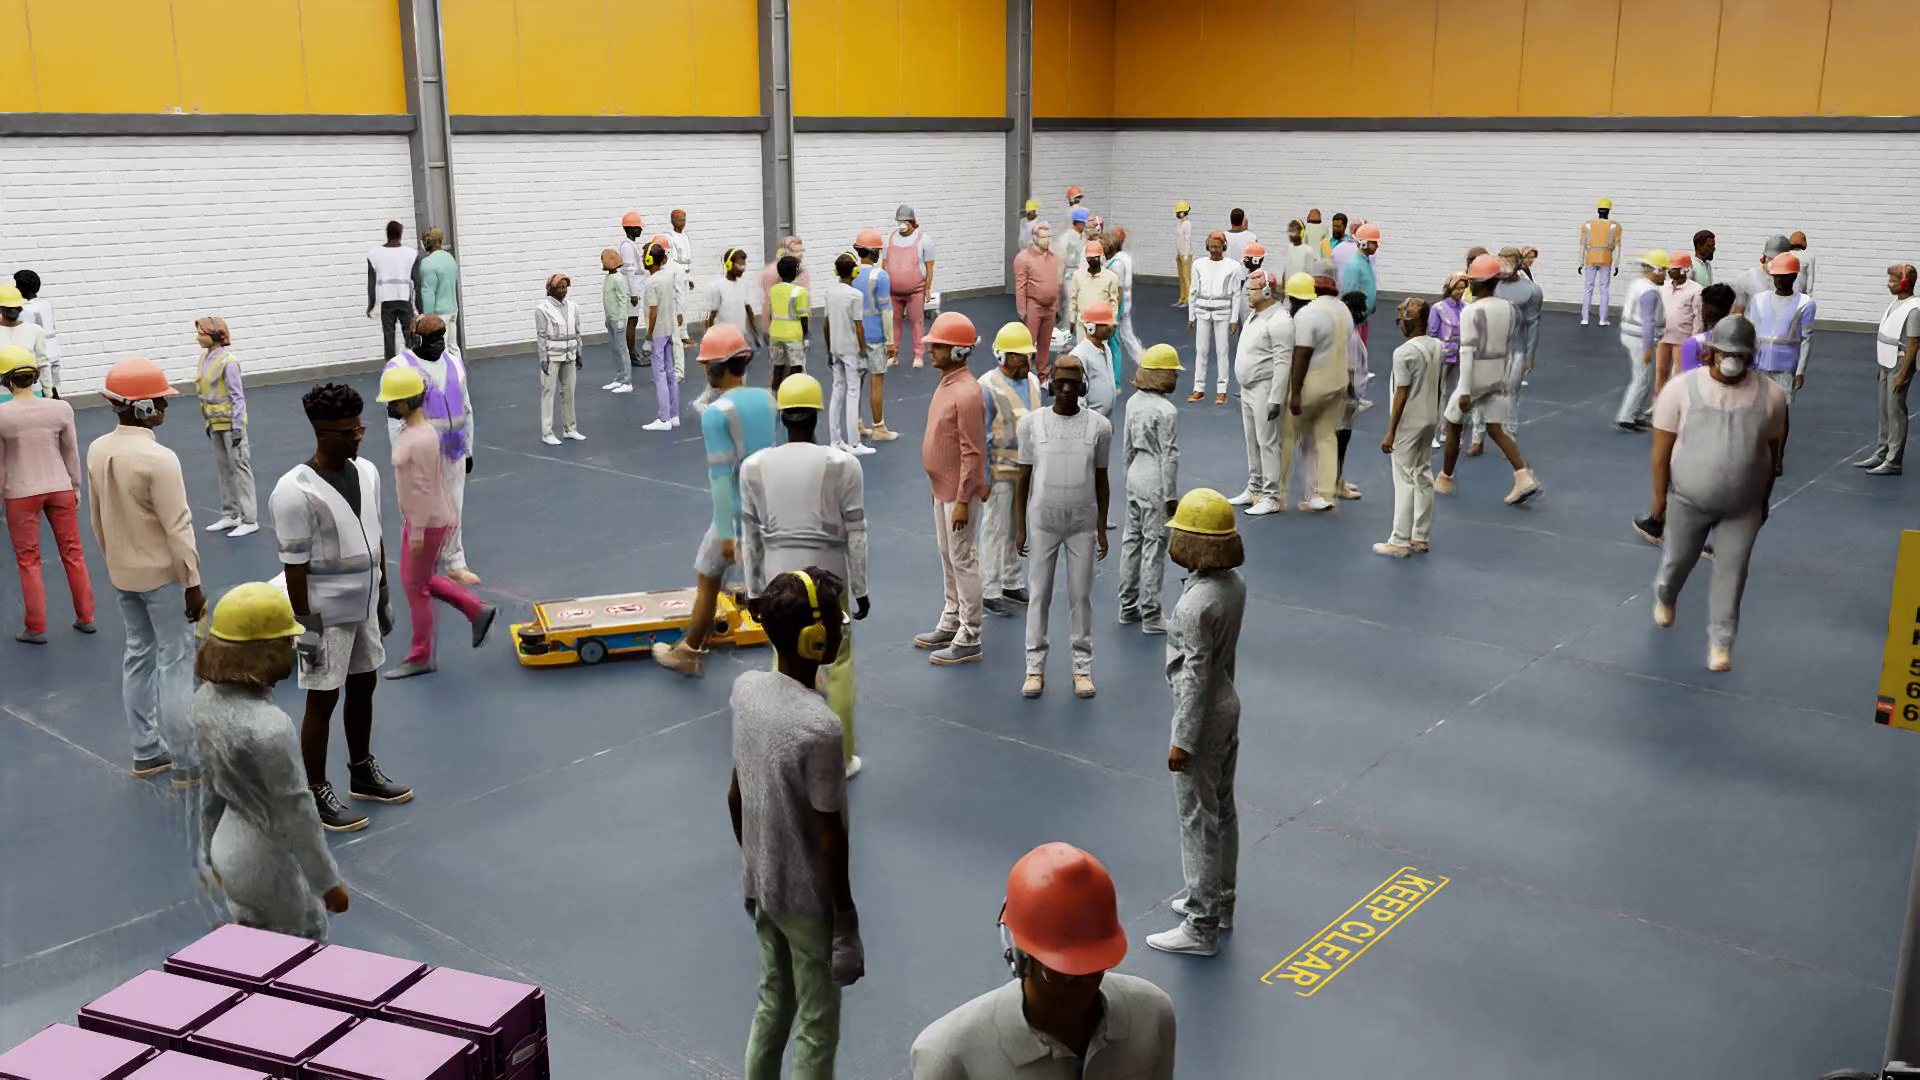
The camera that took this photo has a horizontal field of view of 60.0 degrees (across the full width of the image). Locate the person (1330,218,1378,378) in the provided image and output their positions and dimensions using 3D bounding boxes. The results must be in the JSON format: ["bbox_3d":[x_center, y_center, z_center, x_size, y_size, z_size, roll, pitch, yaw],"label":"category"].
[{"bbox_3d":[4.769,-2.912,20.079,0.402,1.911,0.638,-11,18,-38],"label":"person"}]

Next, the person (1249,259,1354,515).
[{"bbox_3d":[2.719,-1.239,13.126,0.715,2.000,0.799,-12,18,-40],"label":"person"}]

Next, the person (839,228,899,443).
[{"bbox_3d":[-0.868,-1.961,16.002,0.605,2.045,0.377,11,17,36],"label":"person"}]

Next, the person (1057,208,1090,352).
[{"bbox_3d":[1.610,-3.434,22.118,0.636,1.922,0.630,10,17,36],"label":"person"}]

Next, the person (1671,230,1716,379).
[{"bbox_3d":[7.843,-2.345,17.798,0.392,1.917,0.592,12,18,39],"label":"person"}]

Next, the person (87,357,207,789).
[{"bbox_3d":[-3.692,0.157,7.639,0.622,1.993,0.382,8,16,30],"label":"person"}]

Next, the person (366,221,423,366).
[{"bbox_3d":[-6.729,-2.814,19.766,0.673,1.905,0.508,-4,14,-14],"label":"person"}]

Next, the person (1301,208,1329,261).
[{"bbox_3d":[5.918,-4.729,27.897,0.502,1.632,0.279,-1,14,-5],"label":"person"}]

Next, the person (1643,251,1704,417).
[{"bbox_3d":[7.366,-2.106,17.177,0.336,1.747,0.572,-9,17,-31],"label":"person"}]

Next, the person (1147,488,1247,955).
[{"bbox_3d":[0.874,0.665,6.120,0.299,1.743,0.493,7,16,25],"label":"person"}]

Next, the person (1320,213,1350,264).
[{"bbox_3d":[4.867,-3.237,21.383,0.385,1.910,0.593,-13,19,-42],"label":"person"}]

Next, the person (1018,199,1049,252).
[{"bbox_3d":[1.268,-4.899,28.280,0.594,1.791,0.901,7,16,27],"label":"person"}]

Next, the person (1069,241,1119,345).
[{"bbox_3d":[1.479,-2.450,18.542,0.561,1.753,0.327,5,15,18],"label":"person"}]

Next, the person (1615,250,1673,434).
[{"bbox_3d":[6.796,-1.971,16.559,0.484,1.791,0.635,3,14,11],"label":"person"}]

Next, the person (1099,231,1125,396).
[{"bbox_3d":[1.673,-2.541,18.723,0.331,1.845,0.520,-3,14,-11],"label":"person"}]

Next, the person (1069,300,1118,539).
[{"bbox_3d":[1.000,-0.902,12.356,0.321,1.754,0.563,7,16,26],"label":"person"}]

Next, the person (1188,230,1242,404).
[{"bbox_3d":[2.775,-2.437,18.228,0.575,1.886,0.355,6,15,22],"label":"person"}]

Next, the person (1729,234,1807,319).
[{"bbox_3d":[7.515,-1.829,15.482,0.688,2.000,0.536,0,14,1],"label":"person"}]

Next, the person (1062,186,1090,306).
[{"bbox_3d":[1.935,-4.940,28.012,0.401,1.989,0.623,11,18,38],"label":"person"}]

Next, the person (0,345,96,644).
[{"bbox_3d":[-5.463,-0.269,9.829,0.350,1.758,0.522,12,18,40],"label":"person"}]

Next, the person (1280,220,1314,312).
[{"bbox_3d":[4.171,-3.071,20.847,0.399,1.851,0.691,-10,17,-34],"label":"person"}]

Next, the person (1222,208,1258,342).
[{"bbox_3d":[3.689,-3.473,22.318,0.602,1.919,0.392,1,14,6],"label":"person"}]

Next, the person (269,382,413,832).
[{"bbox_3d":[-2.684,0.283,7.221,0.385,1.957,0.603,4,15,17],"label":"person"}]

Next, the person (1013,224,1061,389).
[{"bbox_3d":[0.913,-2.636,18.985,0.640,1.907,0.409,-12,18,-40],"label":"person"}]

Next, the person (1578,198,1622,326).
[{"bbox_3d":[9.707,-4.218,25.263,0.594,1.922,0.385,7,16,25],"label":"person"}]

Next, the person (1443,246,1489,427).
[{"bbox_3d":[5.112,-2.002,16.582,0.638,1.842,0.429,0,14,1],"label":"person"}]

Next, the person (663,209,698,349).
[{"bbox_3d":[-3.837,-3.576,22.788,0.355,1.882,0.576,5,15,19],"label":"person"}]

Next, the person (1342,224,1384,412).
[{"bbox_3d":[4.267,-2.367,17.750,0.405,1.987,0.619,8,16,30],"label":"person"}]

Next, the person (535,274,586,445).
[{"bbox_3d":[-3.835,-1.732,15.934,0.318,1.630,0.513,10,17,34],"label":"person"}]

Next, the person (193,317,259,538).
[{"bbox_3d":[-5.455,-0.841,12.347,0.514,1.641,0.315,12,19,40],"label":"person"}]

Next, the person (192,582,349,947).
[{"bbox_3d":[-2.048,0.965,4.962,0.423,1.722,0.492,-12,18,-39],"label":"person"}]

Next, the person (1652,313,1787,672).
[{"bbox_3d":[4.314,-0.343,9.544,0.682,2.000,0.877,4,15,16],"label":"person"}]

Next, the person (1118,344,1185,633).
[{"bbox_3d":[1.168,-0.313,10.033,0.319,1.740,0.488,-7,16,-26],"label":"person"}]

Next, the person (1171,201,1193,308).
[{"bbox_3d":[3.711,-4.759,27.763,0.341,1.760,0.525,-3,14,-11],"label":"person"}]

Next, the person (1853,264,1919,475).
[{"bbox_3d":[8.167,-1.478,14.490,0.389,1.837,0.563,3,14,12],"label":"person"}]

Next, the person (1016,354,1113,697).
[{"bbox_3d":[0.548,-0.068,8.842,0.507,1.847,0.345,0,14,1],"label":"person"}]
